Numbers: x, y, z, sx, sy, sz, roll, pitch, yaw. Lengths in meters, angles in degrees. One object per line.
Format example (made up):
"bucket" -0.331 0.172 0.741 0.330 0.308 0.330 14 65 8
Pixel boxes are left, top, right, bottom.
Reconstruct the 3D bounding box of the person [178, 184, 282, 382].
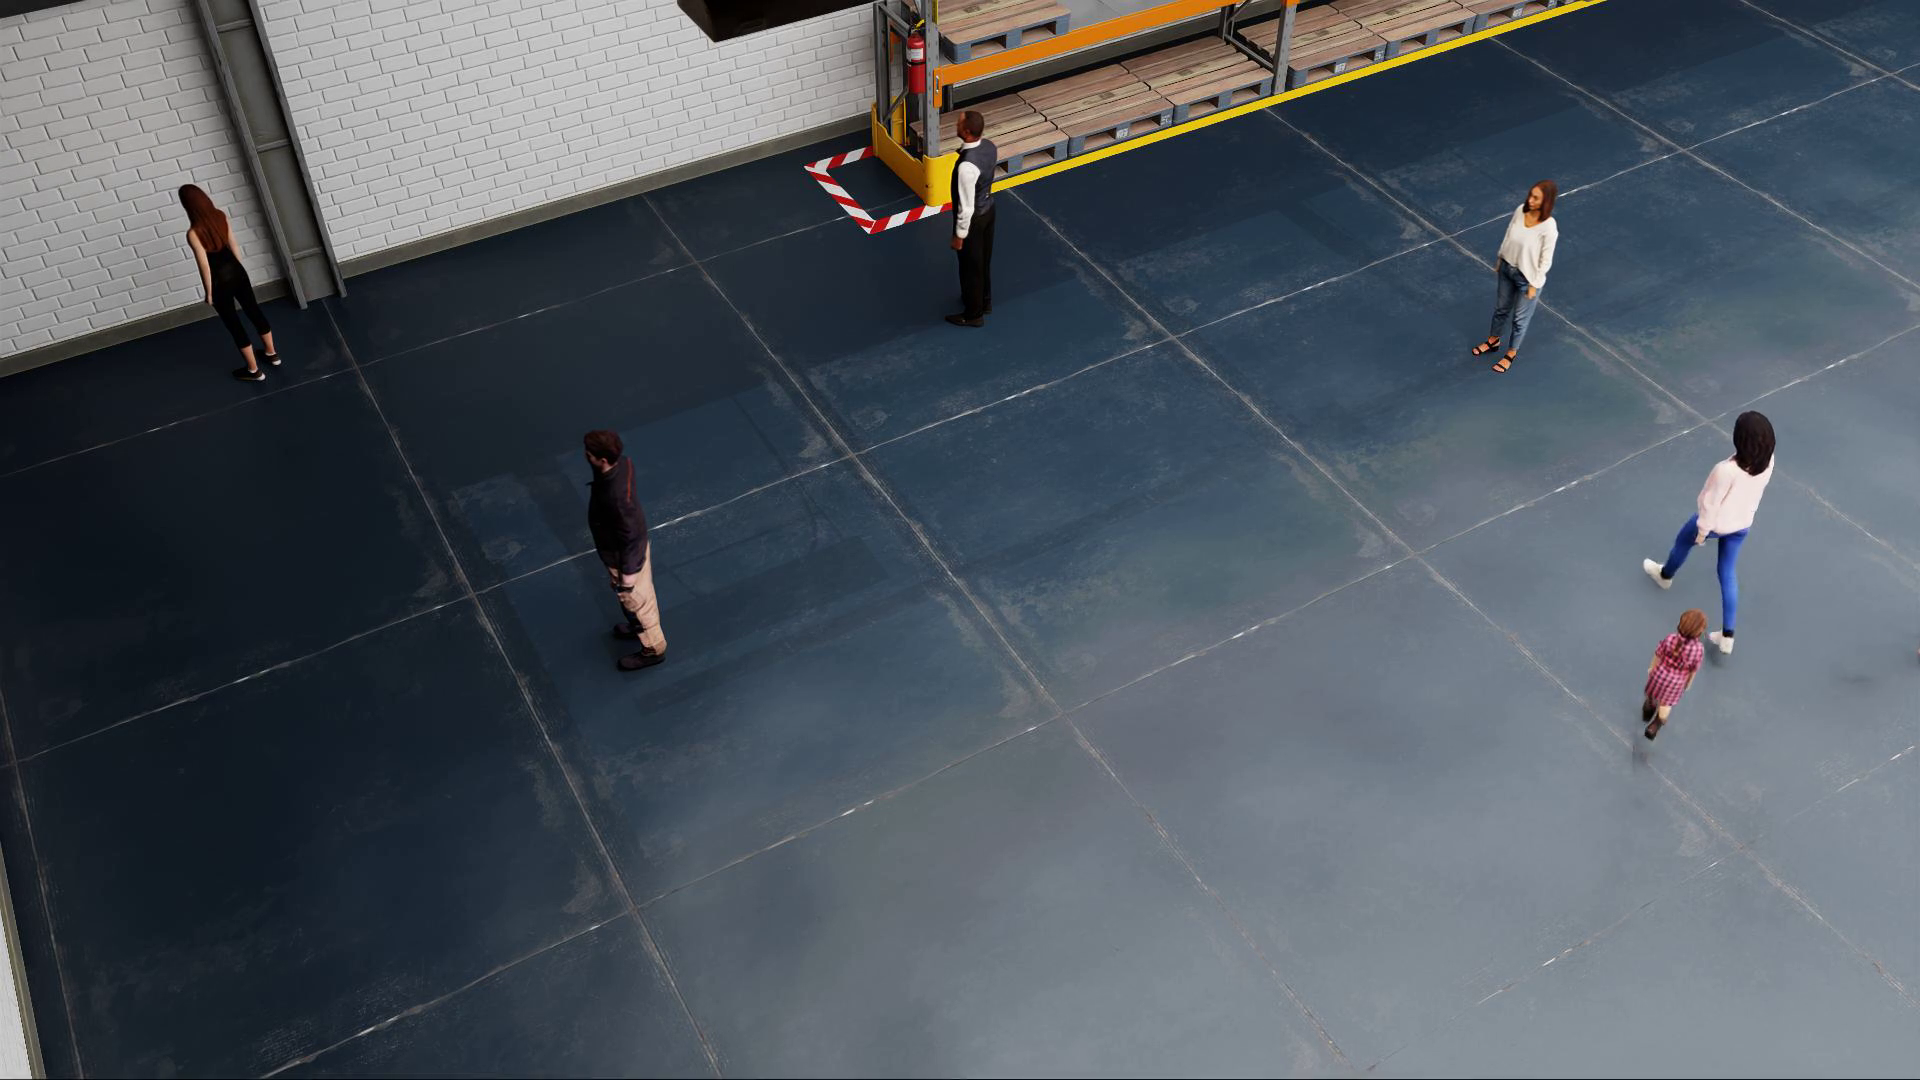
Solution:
"person" -5.696 -2.010 12.929 0.712 1.723 0.626 17 46 17

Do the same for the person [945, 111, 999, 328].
"person" 0.112 -2.585 13.391 0.837 1.919 0.740 17 46 17

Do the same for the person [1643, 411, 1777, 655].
"person" 5.024 -0.025 10.850 1.225 1.716 0.959 -9 44 -9

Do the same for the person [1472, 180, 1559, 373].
"person" 4.413 -2.090 13.044 0.544 1.681 0.614 -20 47 -19

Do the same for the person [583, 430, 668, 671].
"person" -2.136 0.058 10.613 0.716 1.924 0.774 -7 44 -8

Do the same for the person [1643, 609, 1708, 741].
"person" 4.456 0.854 10.437 0.610 1.013 0.710 18 47 18
